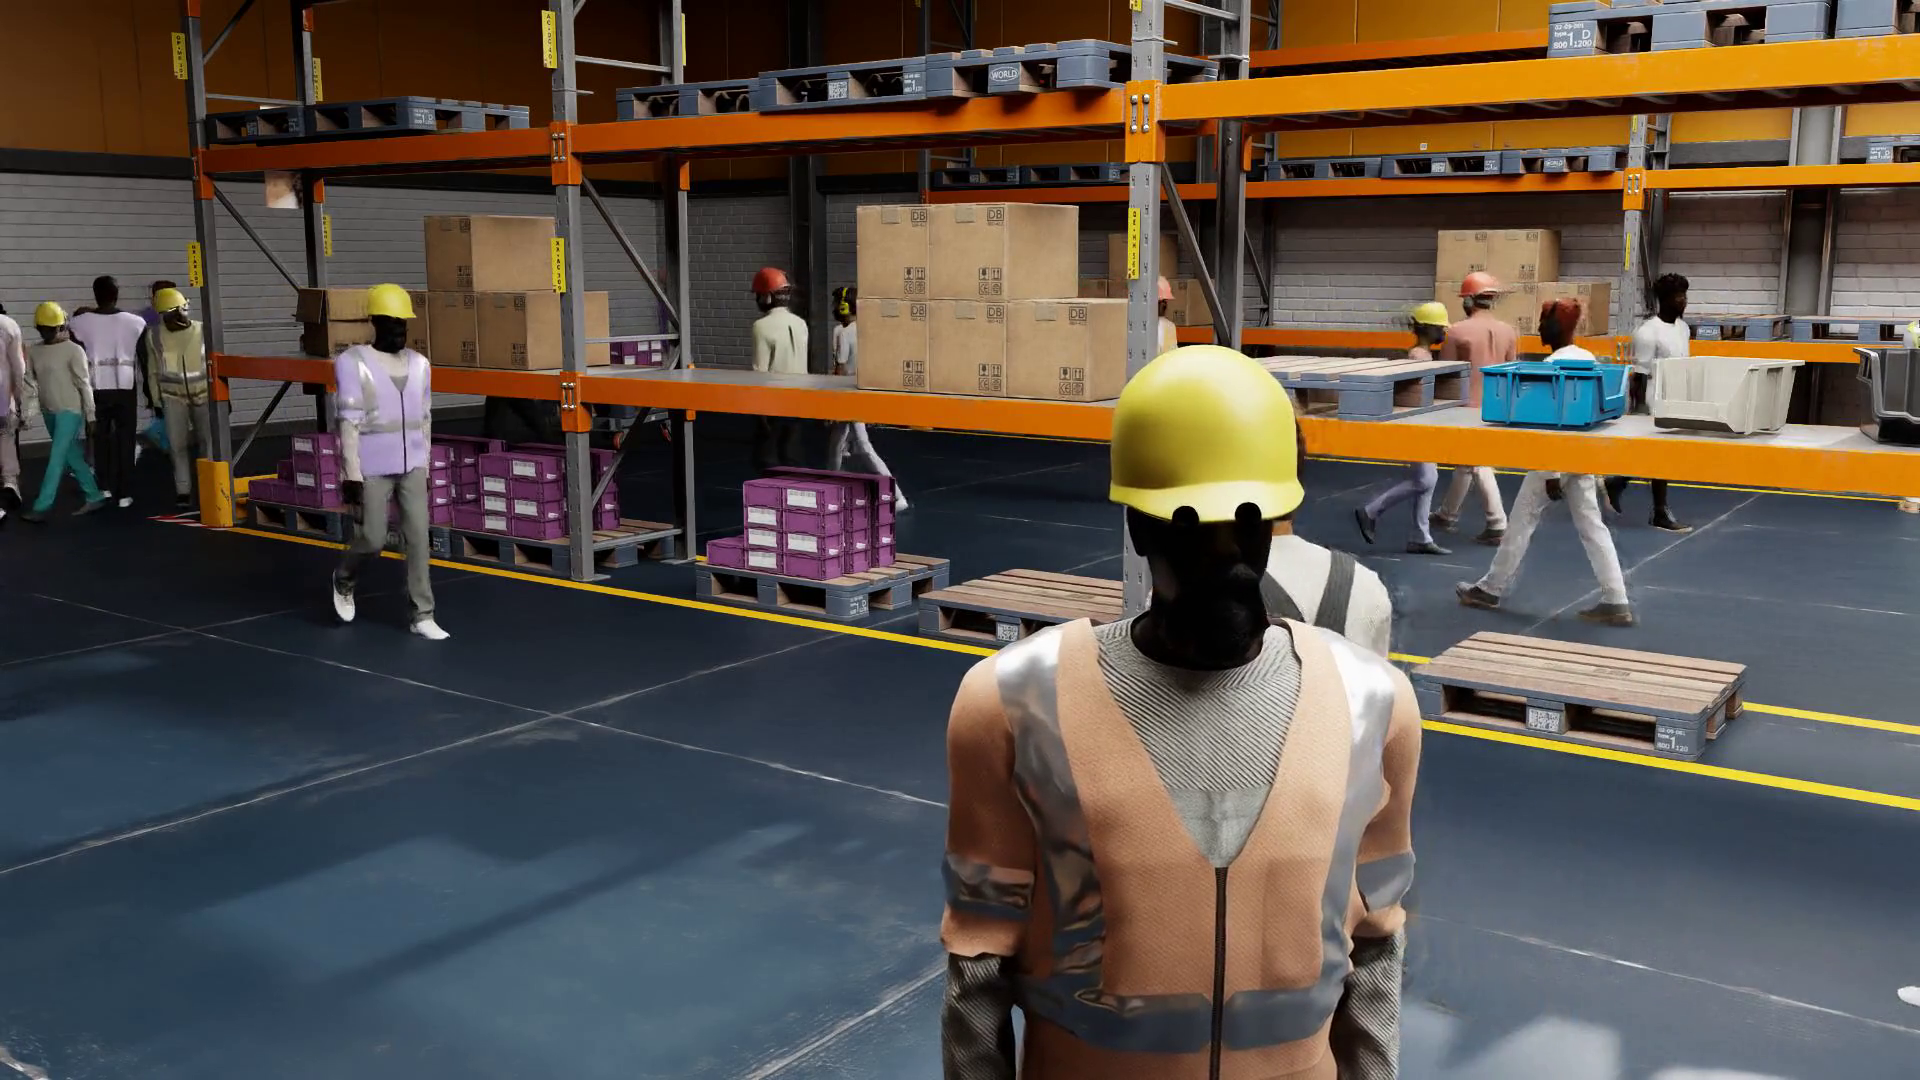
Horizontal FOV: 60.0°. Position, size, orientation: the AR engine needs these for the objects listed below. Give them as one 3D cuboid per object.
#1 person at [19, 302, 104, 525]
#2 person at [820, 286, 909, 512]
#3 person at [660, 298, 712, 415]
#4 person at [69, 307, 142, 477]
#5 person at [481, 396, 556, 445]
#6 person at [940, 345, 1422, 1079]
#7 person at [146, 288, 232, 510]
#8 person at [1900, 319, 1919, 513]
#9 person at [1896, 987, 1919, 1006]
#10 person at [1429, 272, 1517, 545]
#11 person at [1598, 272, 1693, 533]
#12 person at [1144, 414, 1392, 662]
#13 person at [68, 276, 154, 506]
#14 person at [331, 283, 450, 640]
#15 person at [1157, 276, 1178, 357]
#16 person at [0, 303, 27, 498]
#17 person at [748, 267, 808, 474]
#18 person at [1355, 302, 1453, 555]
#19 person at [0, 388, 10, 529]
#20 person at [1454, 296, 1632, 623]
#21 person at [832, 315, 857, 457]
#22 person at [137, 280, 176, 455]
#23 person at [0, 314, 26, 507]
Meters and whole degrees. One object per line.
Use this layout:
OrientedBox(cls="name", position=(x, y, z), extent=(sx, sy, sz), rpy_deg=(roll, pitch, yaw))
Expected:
OrientedBox(cls="person", position=(-7.005, -0.981, 12.877), extent=(0.567, 1.702, 0.909), rpy_deg=(3, 10, 19))
OrientedBox(cls="person", position=(-0.852, -1.093, 13.220), extent=(0.968, 1.831, 0.538), rpy_deg=(2, 10, 13))
OrientedBox(cls="person", position=(-3.689, -2.538, 21.636), extent=(1.014, 1.883, 0.567), rpy_deg=(-9, 13, -44))
OrientedBox(cls="person", position=(-8.226, -1.439, 15.930), extent=(0.512, 1.598, 0.827), rpy_deg=(5, 11, 25))
OrientedBox(cls="person", position=(-4.264, -1.610, 15.626), extent=(1.053, 2.000, 0.713), rpy_deg=(-3, 10, -18))
OrientedBox(cls="person", position=(0.270, 0.732, 2.010), extent=(0.585, 1.929, 0.370), rpy_deg=(-1, 10, -8))
OrientedBox(cls="person", position=(-6.291, -1.147, 13.590), extent=(0.617, 1.789, 0.736), rpy_deg=(-4, 10, -22))
OrientedBox(cls="person", position=(7.839, -1.108, 13.291), extent=(0.655, 1.829, 0.430), rpy_deg=(4, 10, 21))
OrientedBox(cls="person", position=(2.848, 0.516, 4.222), extent=(0.644, 1.622, 0.520), rpy_deg=(7, 12, 34))
OrientedBox(cls="person", position=(3.710, -0.957, 12.048), extent=(0.616, 1.946, 1.022), rpy_deg=(-5, 11, -26))
OrientedBox(cls="person", position=(5.233, -1.046, 12.572), extent=(0.621, 1.941, 0.754), rpy_deg=(-8, 13, -40))
OrientedBox(cls="person", position=(0.589, 0.631, 3.061), extent=(0.504, 1.798, 0.954), rpy_deg=(-5, 11, -28))
OrientedBox(cls="person", position=(-7.047, -1.243, 13.867), extent=(0.607, 1.894, 0.673), rpy_deg=(-4, 10, -22))
OrientedBox(cls="person", position=(-3.094, -0.421, 8.944), extent=(0.747, 1.909, 0.594), rpy_deg=(8, 12, 38))
OrientedBox(cls="person", position=(1.627, -1.184, 13.528), extent=(0.567, 1.887, 0.983), rpy_deg=(-9, 13, -43))
OrientedBox(cls="person", position=(-8.196, -1.188, 14.148), extent=(0.548, 1.682, 0.481), rpy_deg=(-7, 12, -37))
OrientedBox(cls="person", position=(-1.280, -0.983, 12.091), extent=(0.551, 1.981, 0.633), rpy_deg=(7, 12, 34))
OrientedBox(cls="person", position=(3.092, -0.761, 11.433), extent=(0.573, 1.743, 0.537), rpy_deg=(4, 10, 21))
OrientedBox(cls="person", position=(-7.352, -0.949, 12.236), extent=(0.847, 1.875, 0.652), rpy_deg=(4, 10, 20))
OrientedBox(cls="person", position=(3.374, -0.454, 9.401), extent=(0.585, 1.831, 1.019), rpy_deg=(-8, 13, -40))
OrientedBox(cls="person", position=(-1.112, -1.690, 17.315), extent=(0.499, 1.634, 0.279), rpy_deg=(-9, 13, -43))
OrientedBox(cls="person", position=(-8.292, -1.775, 17.254), extent=(0.561, 1.823, 0.448), rpy_deg=(8, 12, 38))
OrientedBox(cls="person", position=(-7.891, -1.160, 13.424), extent=(0.649, 1.887, 0.418), rpy_deg=(-6, 11, -30))
